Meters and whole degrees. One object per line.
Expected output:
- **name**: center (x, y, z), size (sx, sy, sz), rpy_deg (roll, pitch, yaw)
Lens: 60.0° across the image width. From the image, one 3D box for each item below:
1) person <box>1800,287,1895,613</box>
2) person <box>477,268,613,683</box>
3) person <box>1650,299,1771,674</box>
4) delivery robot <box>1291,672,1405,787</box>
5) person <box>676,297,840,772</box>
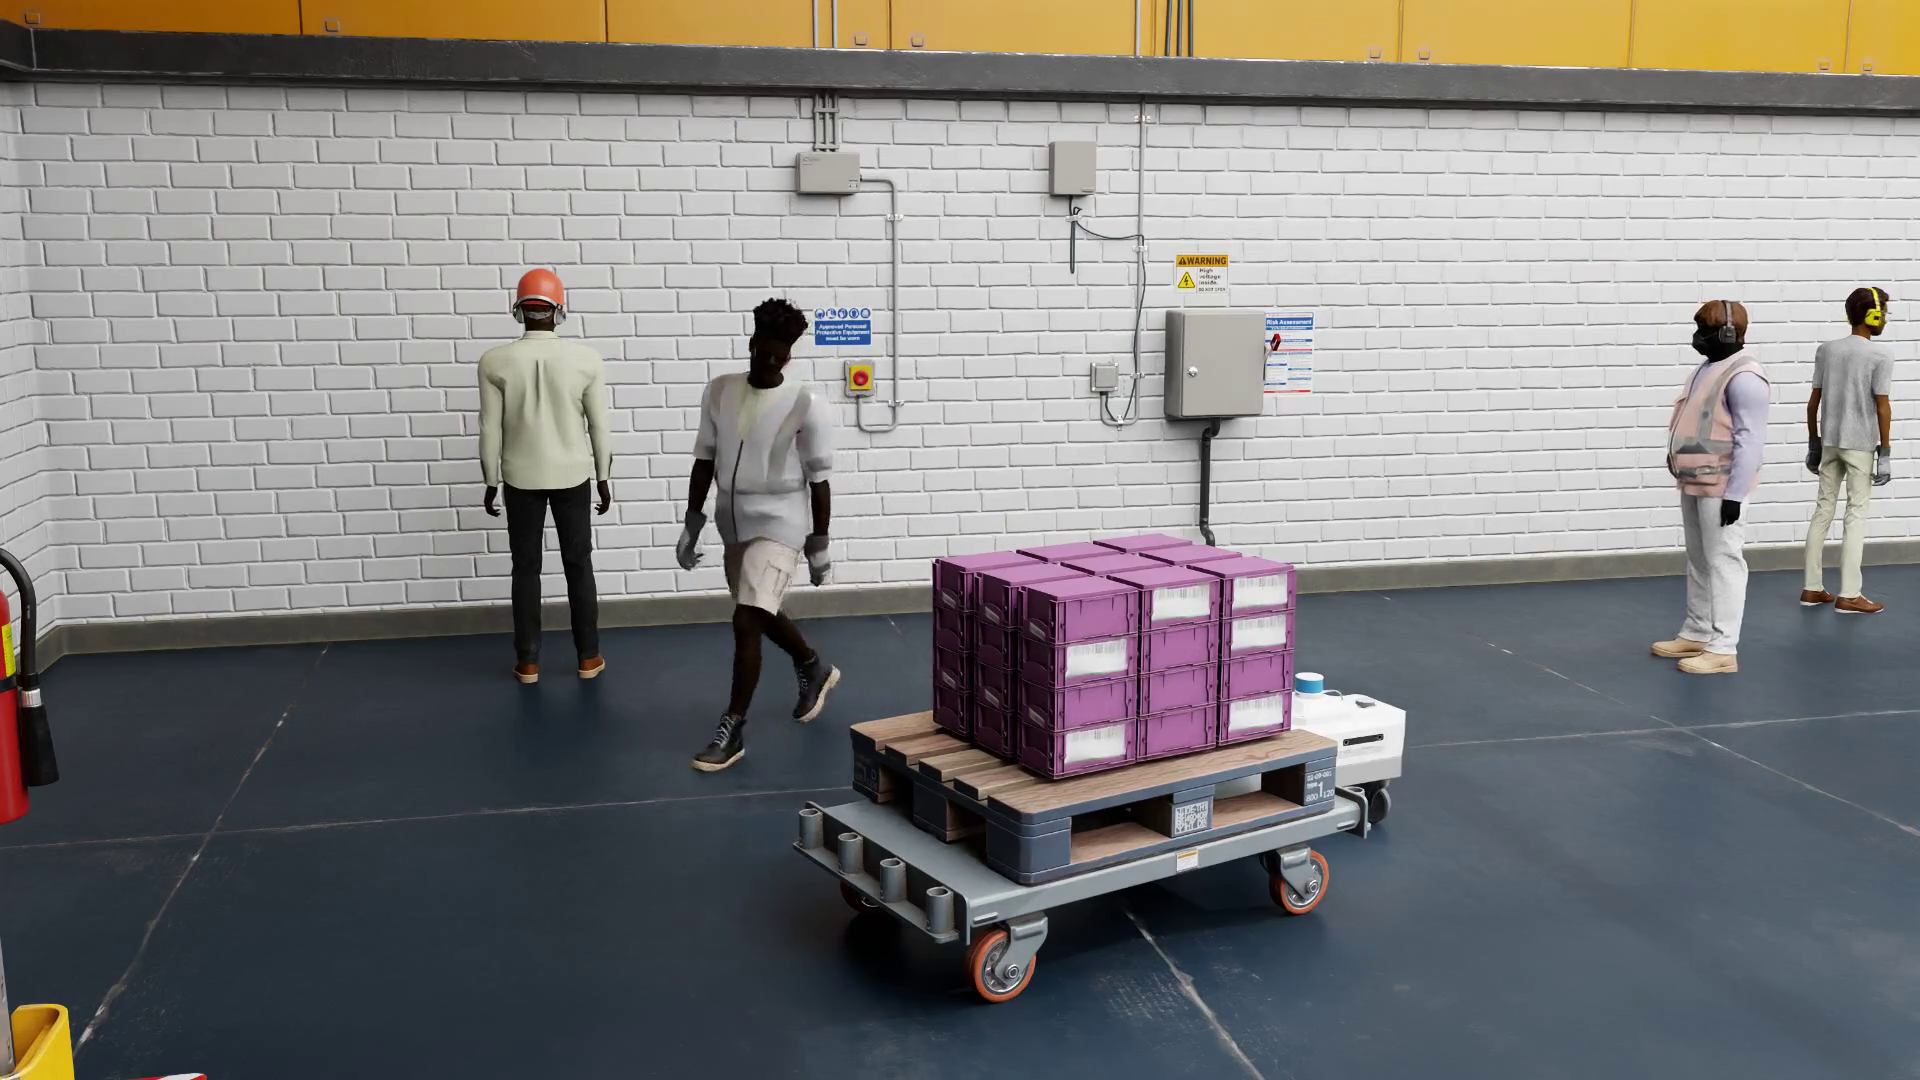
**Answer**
- **person**: center (5.118, -0.515, 9.574), size (0.313, 1.865, 0.528), rpy_deg (-5, 11, -24)
- **person**: center (-1.996, -0.305, 8.044), size (0.625, 1.992, 0.386), rpy_deg (-3, 11, -15)
- **person**: center (3.722, -0.262, 8.237), size (0.430, 1.843, 0.625), rpy_deg (1, 10, 4)
- **delivery robot**: center (1.266, 0.727, 6.060), size (0.707, 0.478, 0.477), rpy_deg (-5, 11, -25)
- **person**: center (-0.778, -0.063, 6.948), size (0.639, 1.911, 0.961), rpy_deg (7, 12, 33)
